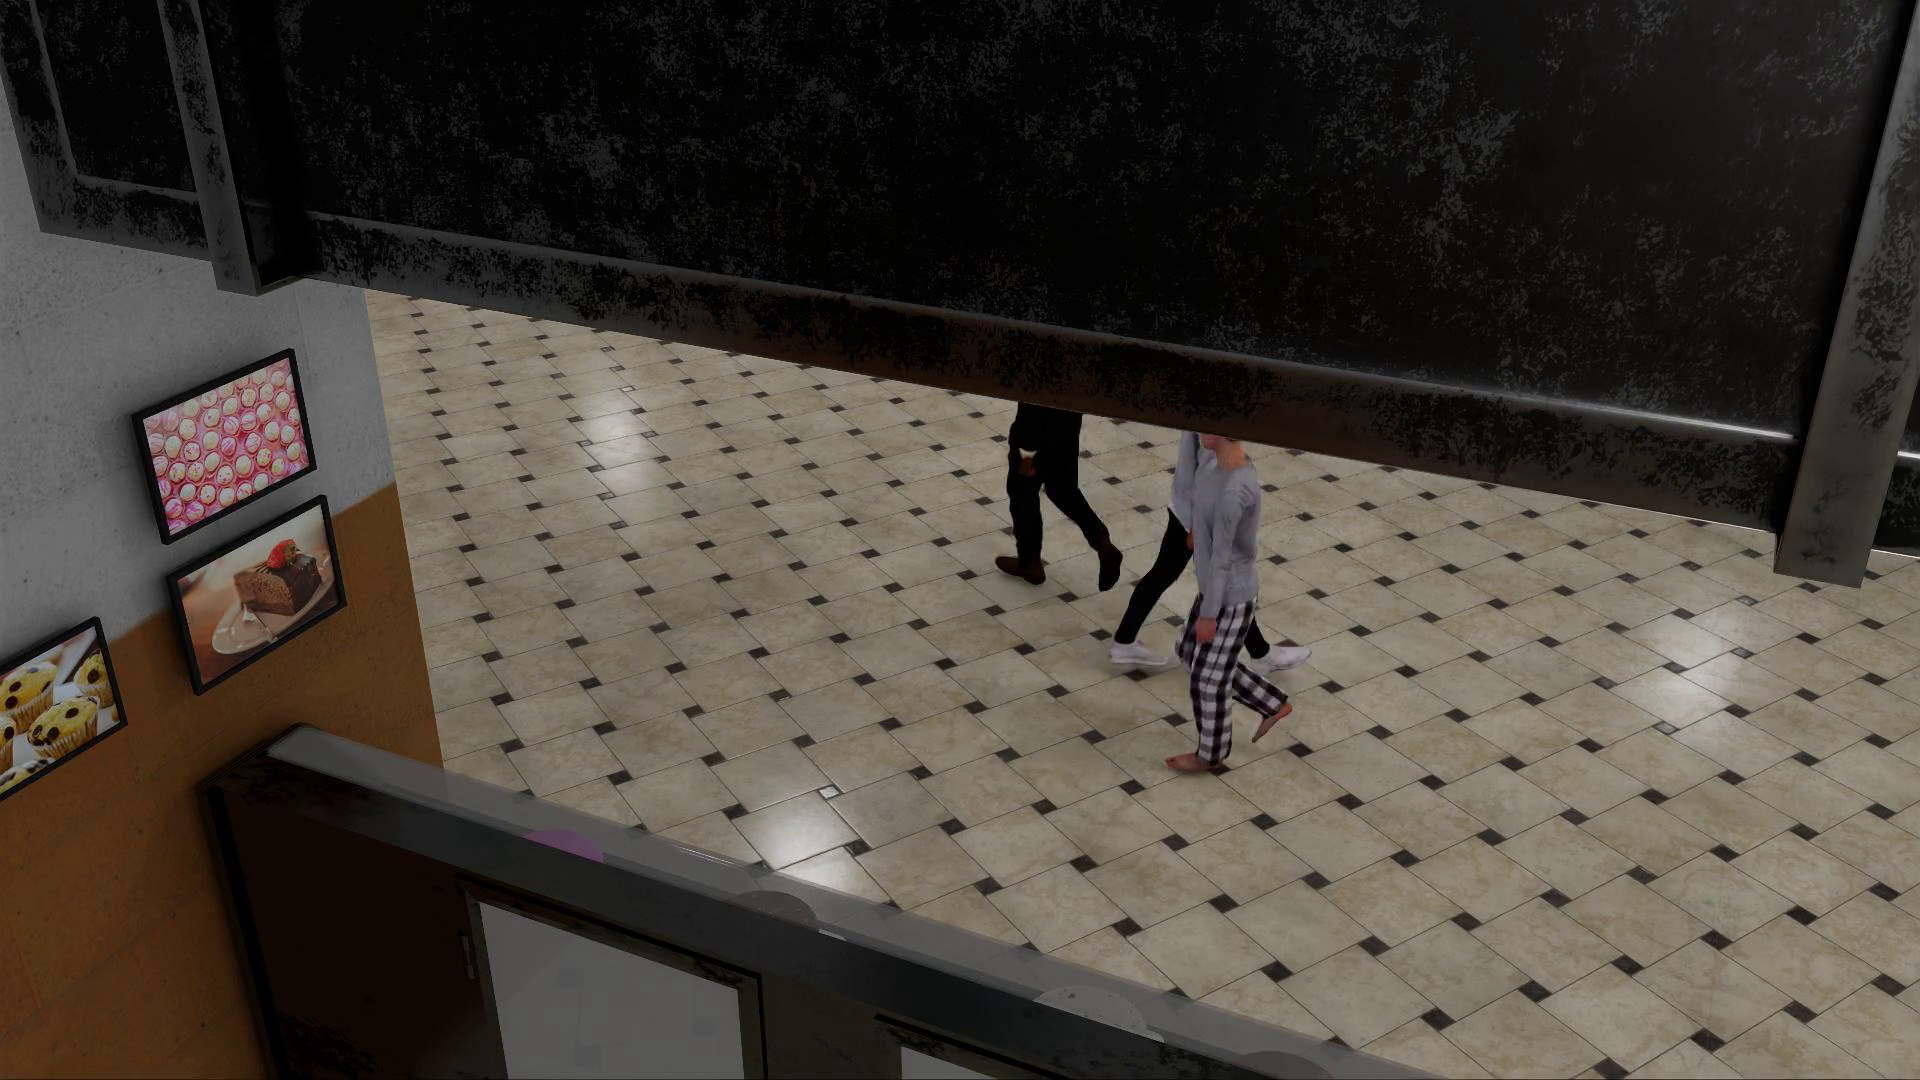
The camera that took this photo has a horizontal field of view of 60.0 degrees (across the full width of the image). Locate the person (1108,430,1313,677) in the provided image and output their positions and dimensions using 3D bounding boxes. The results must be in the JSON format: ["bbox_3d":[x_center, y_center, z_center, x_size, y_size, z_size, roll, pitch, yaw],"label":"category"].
[{"bbox_3d":[1.087,-0.140,8.130,1.111,1.867,1.288,0,27,0],"label":"person"}]

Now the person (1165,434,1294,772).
[{"bbox_3d":[1.275,0.233,7.439,0.906,1.828,0.881,0,27,0],"label":"person"}]
